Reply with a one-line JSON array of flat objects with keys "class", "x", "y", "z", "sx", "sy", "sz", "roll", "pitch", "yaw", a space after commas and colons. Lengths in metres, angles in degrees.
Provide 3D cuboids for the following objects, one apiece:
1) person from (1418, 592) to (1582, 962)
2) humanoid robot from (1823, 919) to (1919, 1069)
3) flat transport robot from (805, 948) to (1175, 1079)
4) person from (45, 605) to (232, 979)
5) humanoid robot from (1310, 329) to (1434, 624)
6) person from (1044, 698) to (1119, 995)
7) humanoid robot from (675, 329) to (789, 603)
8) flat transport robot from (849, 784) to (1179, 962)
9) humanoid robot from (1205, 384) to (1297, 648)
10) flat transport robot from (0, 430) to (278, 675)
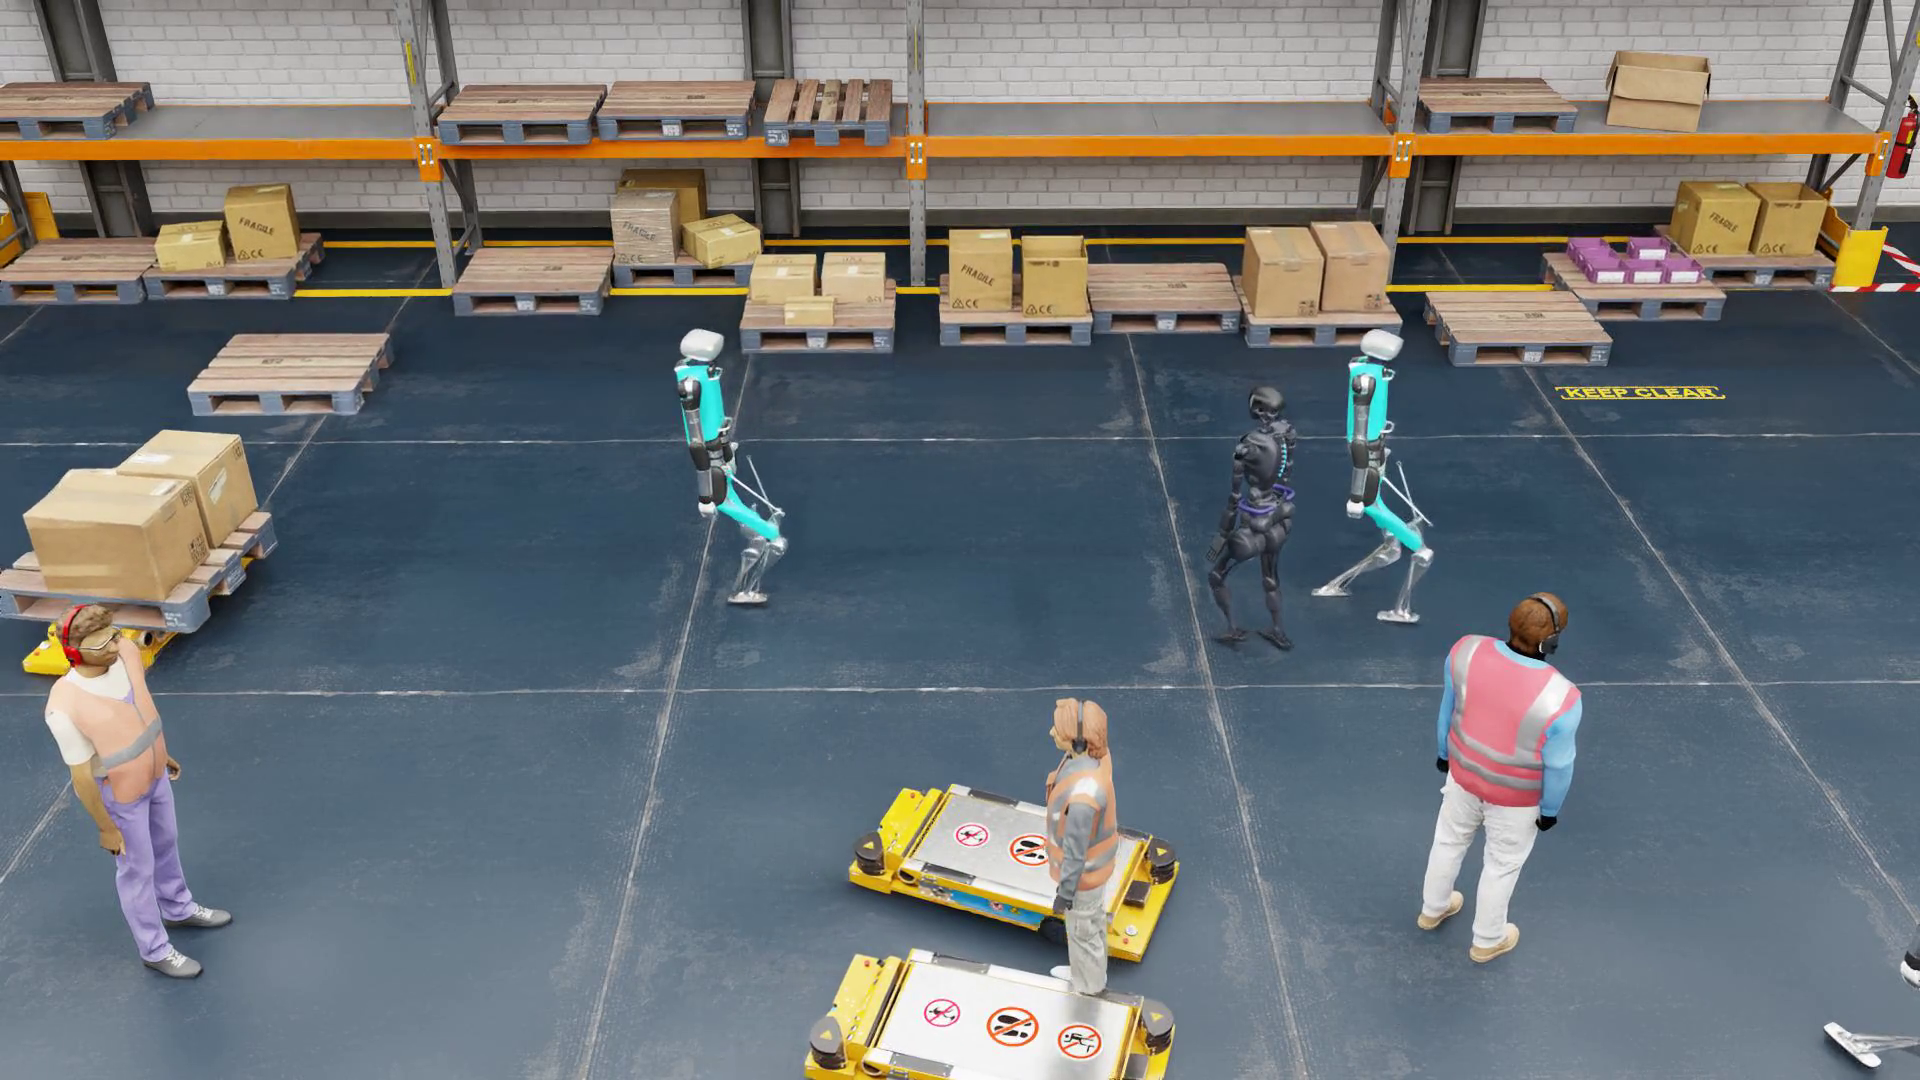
[{"class": "person", "x": 2.337, "y": 1.021, "z": 7.199, "sx": 0.431, "sy": 1.837, "sz": 0.629, "roll": -25, "pitch": 39, "yaw": -35}, {"class": "humanoid robot", "x": 3.978, "y": 1.636, "z": 6.316, "sx": 0.551, "sy": 1.763, "sz": 1.043, "roll": -17, "pitch": 35, "yaw": -25}, {"class": "flat transport robot", "x": 0.135, "y": 2.093, "z": 6.927, "sx": 1.431, "sy": 0.231, "sz": 0.659, "roll": 8, "pitch": 32, "yaw": 14}, {"class": "person", "x": -3.558, "y": 1.058, "z": 7.118, "sx": 0.377, "sy": 1.843, "sz": 0.570, "roll": 1, "pitch": 31, "yaw": 2}, {"class": "humanoid robot", "x": 2.523, "y": -0.321, "z": 9.545, "sx": 0.882, "sy": 1.787, "sz": 0.579, "roll": 12, "pitch": 33, "yaw": 18}, {"class": "person", "x": 0.493, "y": 1.333, "z": 6.865, "sx": 0.313, "sy": 1.632, "sz": 0.515, "roll": 4, "pitch": 31, "yaw": 6}, {"class": "humanoid robot", "x": -1.234, "y": -0.319, "z": 9.592, "sx": 0.726, "sy": 1.870, "sz": 0.538, "roll": 2, "pitch": 31, "yaw": 3}, {"class": "flat transport robot", "x": 0.260, "y": 1.533, "z": 7.859, "sx": 1.431, "sy": 0.231, "sz": 0.659, "roll": 12, "pitch": 33, "yaw": 19}, {"class": "humanoid robot", "x": 1.659, "y": -0.102, "z": 9.211, "sx": 0.600, "sy": 1.645, "sz": 0.390, "roll": -26, "pitch": 40, "yaw": -36}, {"class": "flat transport robot", "x": -4.820, "y": 0.337, "z": 9.850, "sx": 0.659, "sy": 0.231, "sz": 1.431, "roll": 4, "pitch": 31, "yaw": 7}]
